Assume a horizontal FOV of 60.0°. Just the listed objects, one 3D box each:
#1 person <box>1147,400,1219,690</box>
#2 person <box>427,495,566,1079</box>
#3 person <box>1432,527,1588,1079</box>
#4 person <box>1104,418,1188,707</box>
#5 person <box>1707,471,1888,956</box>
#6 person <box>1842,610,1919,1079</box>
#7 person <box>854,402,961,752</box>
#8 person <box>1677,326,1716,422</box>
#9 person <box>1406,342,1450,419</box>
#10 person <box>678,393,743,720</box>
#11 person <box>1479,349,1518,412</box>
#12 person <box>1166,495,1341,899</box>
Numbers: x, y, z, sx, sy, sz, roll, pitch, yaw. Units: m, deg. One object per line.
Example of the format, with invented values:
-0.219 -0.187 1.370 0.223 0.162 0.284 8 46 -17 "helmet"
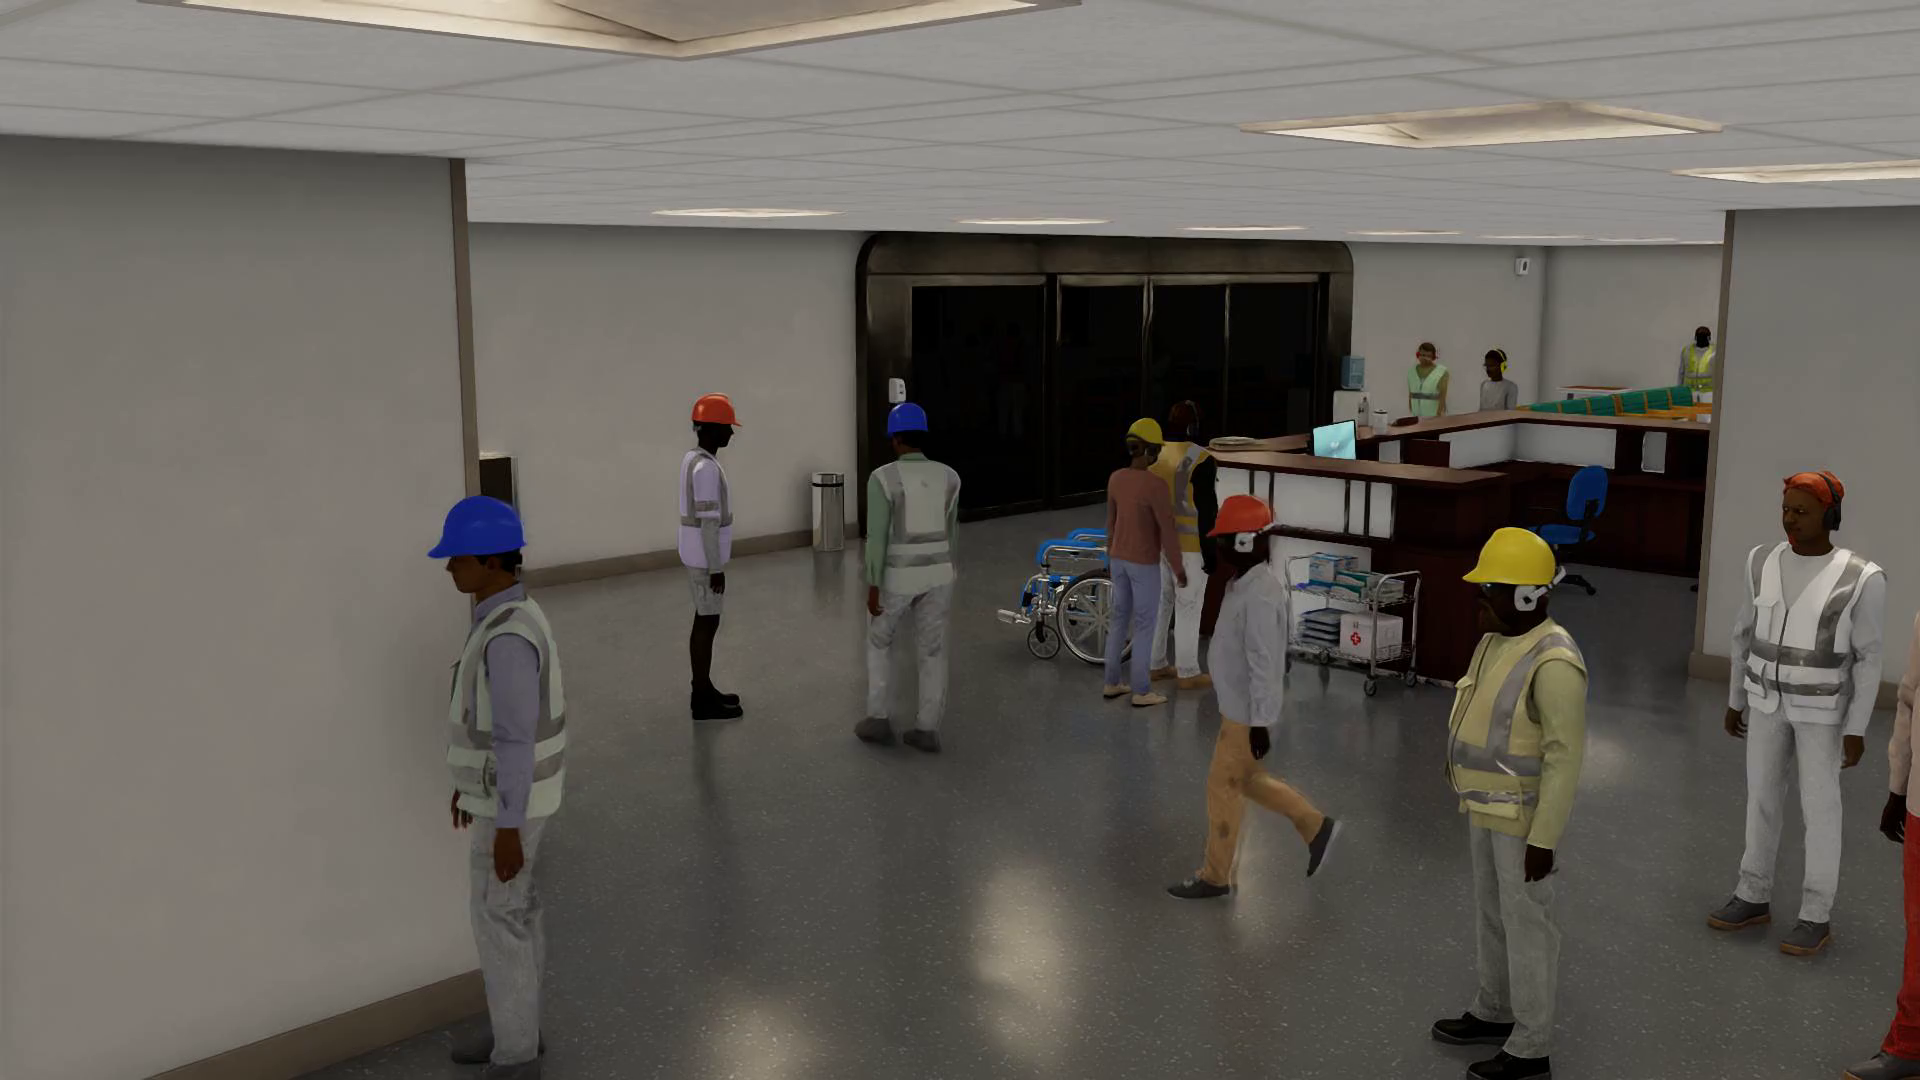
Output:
1.410 0.031 10.574 0.431 1.836 0.618 -6 11 -32 "person"
-1.481 0.817 5.394 0.407 1.943 0.625 -2 10 -15 "person"
1.794 0.865 5.443 0.404 1.830 0.599 -1 9 -3 "person"
1.117 0.137 10.144 0.345 1.757 0.588 -6 11 -34 "person"
3.270 0.666 6.510 0.351 1.881 0.582 -6 11 -32 "person"
3.108 0.840 5.128 0.393 1.985 0.611 -3 10 -19 "person"
-0.304 0.196 9.272 0.628 1.915 0.695 -5 11 -30 "person"
10.744 -2.186 24.160 0.629 1.836 0.430 7 12 36 "person"
5.551 -1.461 19.849 0.564 1.786 0.938 8 12 40 "person"
-1.469 0.096 9.869 0.390 1.929 0.545 -3 10 -15 "person"
5.323 -0.975 16.638 0.326 1.865 0.519 -5 10 -27 "person"
1.267 0.667 7.008 0.696 1.723 0.593 0 9 2 "person"
